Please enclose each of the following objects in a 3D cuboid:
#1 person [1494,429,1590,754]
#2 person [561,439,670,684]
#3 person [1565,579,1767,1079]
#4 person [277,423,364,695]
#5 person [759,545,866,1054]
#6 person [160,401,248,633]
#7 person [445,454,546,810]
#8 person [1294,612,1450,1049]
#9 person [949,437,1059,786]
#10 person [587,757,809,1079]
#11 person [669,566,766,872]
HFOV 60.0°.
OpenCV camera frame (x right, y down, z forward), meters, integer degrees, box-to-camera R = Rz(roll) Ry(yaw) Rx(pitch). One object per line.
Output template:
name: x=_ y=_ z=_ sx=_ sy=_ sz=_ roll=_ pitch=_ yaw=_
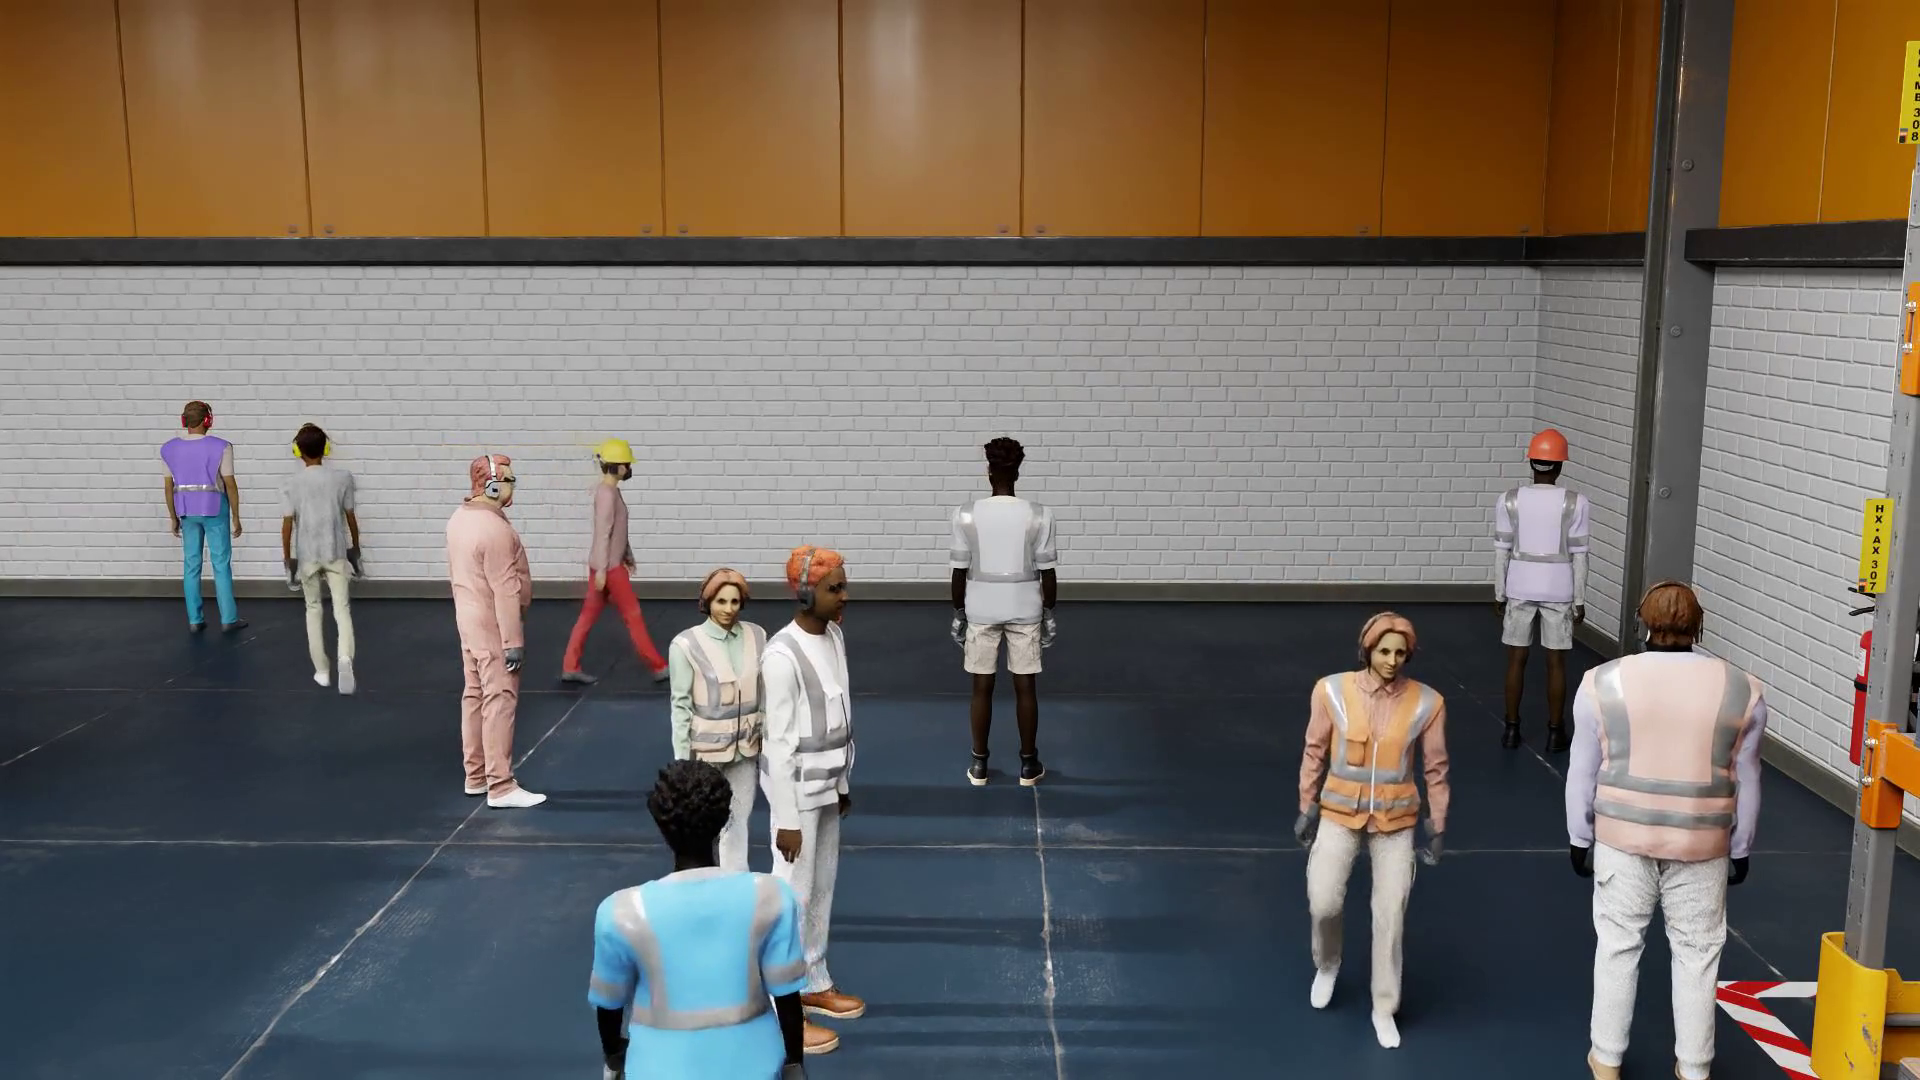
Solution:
person: x=3.467 y=0.306 z=9.943 sx=0.543 sy=1.939 sz=0.361 roll=5 pitch=11 yaw=27
person: x=-2.352 y=0.162 z=11.468 sx=0.917 sy=1.712 sz=0.540 roll=-2 pitch=10 yaw=-12
person: x=2.449 y=1.048 z=5.832 sx=0.628 sy=1.838 sz=0.429 roll=3 pitch=10 yaw=19
person: x=-4.315 y=0.130 z=11.279 sx=0.522 sy=1.851 sz=0.788 roll=-4 pitch=10 yaw=-24
person: x=-0.558 y=0.952 z=6.253 sx=0.366 sy=1.877 sz=0.617 roll=3 pitch=10 yaw=15
person: x=-5.971 y=-0.175 z=13.125 sx=0.564 sy=1.838 sz=0.390 roll=0 pitch=9 yaw=-2
person: x=-2.498 y=0.485 z=8.970 sx=0.401 sy=1.906 sz=0.650 roll=-7 pitch=12 yaw=-37
person: x=1.550 y=1.071 z=6.272 sx=0.567 sy=1.629 sz=0.400 roll=2 pitch=10 yaw=11
person: x=0.246 y=0.403 z=9.280 sx=0.612 sy=1.965 sz=0.362 roll=1 pitch=10 yaw=4
person: x=-0.695 y=1.377 z=4.361 sx=0.543 sy=1.646 sz=0.851 roll=-4 pitch=10 yaw=-21
person: x=-1.024 y=0.922 z=7.159 sx=0.313 sy=1.638 sz=0.513 roll=9 pitch=13 yaw=44
